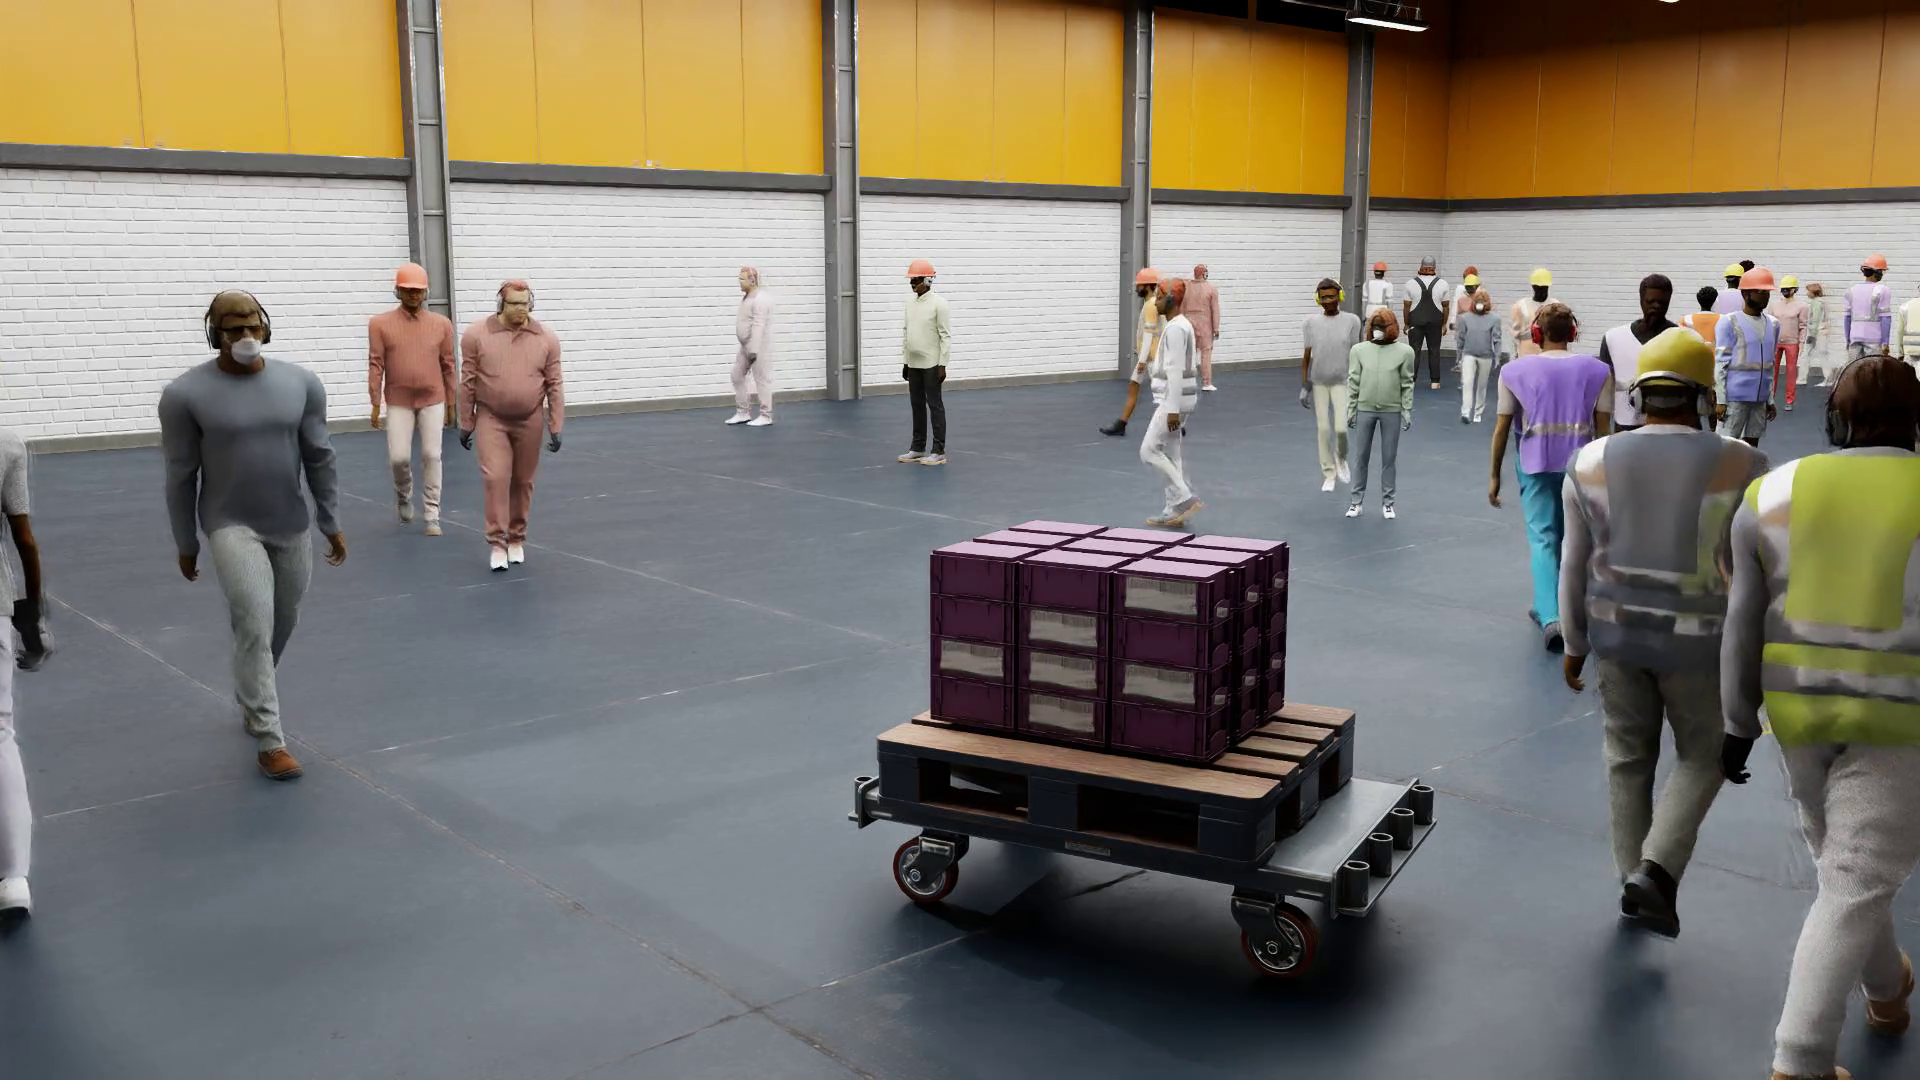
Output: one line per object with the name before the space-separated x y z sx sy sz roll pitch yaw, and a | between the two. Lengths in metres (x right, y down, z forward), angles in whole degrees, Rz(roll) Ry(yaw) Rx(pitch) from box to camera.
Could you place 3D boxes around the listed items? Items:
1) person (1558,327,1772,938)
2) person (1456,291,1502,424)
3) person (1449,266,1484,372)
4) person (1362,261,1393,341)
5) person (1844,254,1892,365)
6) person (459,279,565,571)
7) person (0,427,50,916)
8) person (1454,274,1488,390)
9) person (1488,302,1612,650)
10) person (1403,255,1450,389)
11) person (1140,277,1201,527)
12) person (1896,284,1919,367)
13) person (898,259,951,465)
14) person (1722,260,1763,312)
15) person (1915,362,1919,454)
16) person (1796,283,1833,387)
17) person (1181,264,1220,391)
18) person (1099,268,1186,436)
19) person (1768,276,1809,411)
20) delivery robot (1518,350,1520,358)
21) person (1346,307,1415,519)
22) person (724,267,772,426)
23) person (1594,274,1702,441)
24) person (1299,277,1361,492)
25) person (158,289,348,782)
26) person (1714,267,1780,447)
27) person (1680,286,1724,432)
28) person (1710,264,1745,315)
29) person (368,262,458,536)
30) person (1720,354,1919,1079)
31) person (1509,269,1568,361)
person | 2.041 0.291 4.866 0.601 1.816 0.503 7 12 37
person | 6.222 -2.180 19.980 0.523 1.584 0.856 4 10 20
person | 8.829 -3.820 28.879 0.597 1.856 0.803 -5 11 -26
person | 7.454 -4.004 29.692 0.551 1.933 0.378 5 11 28
person | 11.114 -2.464 20.360 0.371 2.044 0.607 -4 11 -24
person | -2.867 -0.734 10.731 0.658 1.867 0.856 -4 11 -24
person | -3.127 0.246 5.186 0.516 1.822 1.000 -7 12 -35
person | 7.765 -3.149 25.219 0.448 1.749 0.539 -9 13 -42
person | 3.104 -0.347 8.730 0.579 1.791 0.995 1 10 7
person | 7.131 -3.339 25.487 0.689 2.000 0.539 2 10 13
person | 1.539 -1.005 12.325 0.422 1.864 0.604 2 10 11
person | 11.286 -2.203 19.476 0.403 1.819 0.598 -6 11 -30
person | -0.356 -1.723 16.159 0.396 1.992 0.623 -9 13 -42
person | 11.898 -3.273 25.319 0.613 1.965 0.361 7 12 36
person | 3.816 -0.040 6.211 0.587 2.025 0.611 -9 13 -43
person | 13.195 -3.157 25.692 0.726 1.593 0.504 3 10 17
person | 3.607 -3.186 24.985 0.651 1.907 0.409 5 11 29
person | 2.095 -2.078 18.571 0.979 1.888 0.560 1 10 4
person | 10.814 -2.575 21.816 0.523 1.769 0.314 9 14 44
delivery robot | 9.848 -3.114 28.243 0.477 0.478 0.707 -7 12 -34
person | 3.237 -0.975 12.840 0.501 1.633 0.289 3 10 19
person | -2.551 -2.279 19.720 0.686 1.883 0.680 -4 11 -25
person | 4.205 -0.663 10.206 0.604 1.921 0.406 3 10 17
person | 3.202 -1.332 14.330 0.522 1.842 0.447 3 10 17
person | -2.860 -0.054 6.684 0.629 1.907 0.929 -9 13 -42
person | 5.998 -1.102 12.680 0.543 1.942 0.349 -3 10 -17
person | 8.059 -1.897 18.047 0.533 1.697 0.322 4 10 21
person | 9.643 -2.490 20.860 0.589 1.924 0.383 5 11 27
person | -3.971 -1.020 12.095 0.632 1.976 0.528 -4 11 -24
person | 2.229 0.450 4.061 0.954 1.777 0.628 -8 13 -40
person | 6.421 -2.054 18.433 0.605 1.872 0.983 -1 10 -7
